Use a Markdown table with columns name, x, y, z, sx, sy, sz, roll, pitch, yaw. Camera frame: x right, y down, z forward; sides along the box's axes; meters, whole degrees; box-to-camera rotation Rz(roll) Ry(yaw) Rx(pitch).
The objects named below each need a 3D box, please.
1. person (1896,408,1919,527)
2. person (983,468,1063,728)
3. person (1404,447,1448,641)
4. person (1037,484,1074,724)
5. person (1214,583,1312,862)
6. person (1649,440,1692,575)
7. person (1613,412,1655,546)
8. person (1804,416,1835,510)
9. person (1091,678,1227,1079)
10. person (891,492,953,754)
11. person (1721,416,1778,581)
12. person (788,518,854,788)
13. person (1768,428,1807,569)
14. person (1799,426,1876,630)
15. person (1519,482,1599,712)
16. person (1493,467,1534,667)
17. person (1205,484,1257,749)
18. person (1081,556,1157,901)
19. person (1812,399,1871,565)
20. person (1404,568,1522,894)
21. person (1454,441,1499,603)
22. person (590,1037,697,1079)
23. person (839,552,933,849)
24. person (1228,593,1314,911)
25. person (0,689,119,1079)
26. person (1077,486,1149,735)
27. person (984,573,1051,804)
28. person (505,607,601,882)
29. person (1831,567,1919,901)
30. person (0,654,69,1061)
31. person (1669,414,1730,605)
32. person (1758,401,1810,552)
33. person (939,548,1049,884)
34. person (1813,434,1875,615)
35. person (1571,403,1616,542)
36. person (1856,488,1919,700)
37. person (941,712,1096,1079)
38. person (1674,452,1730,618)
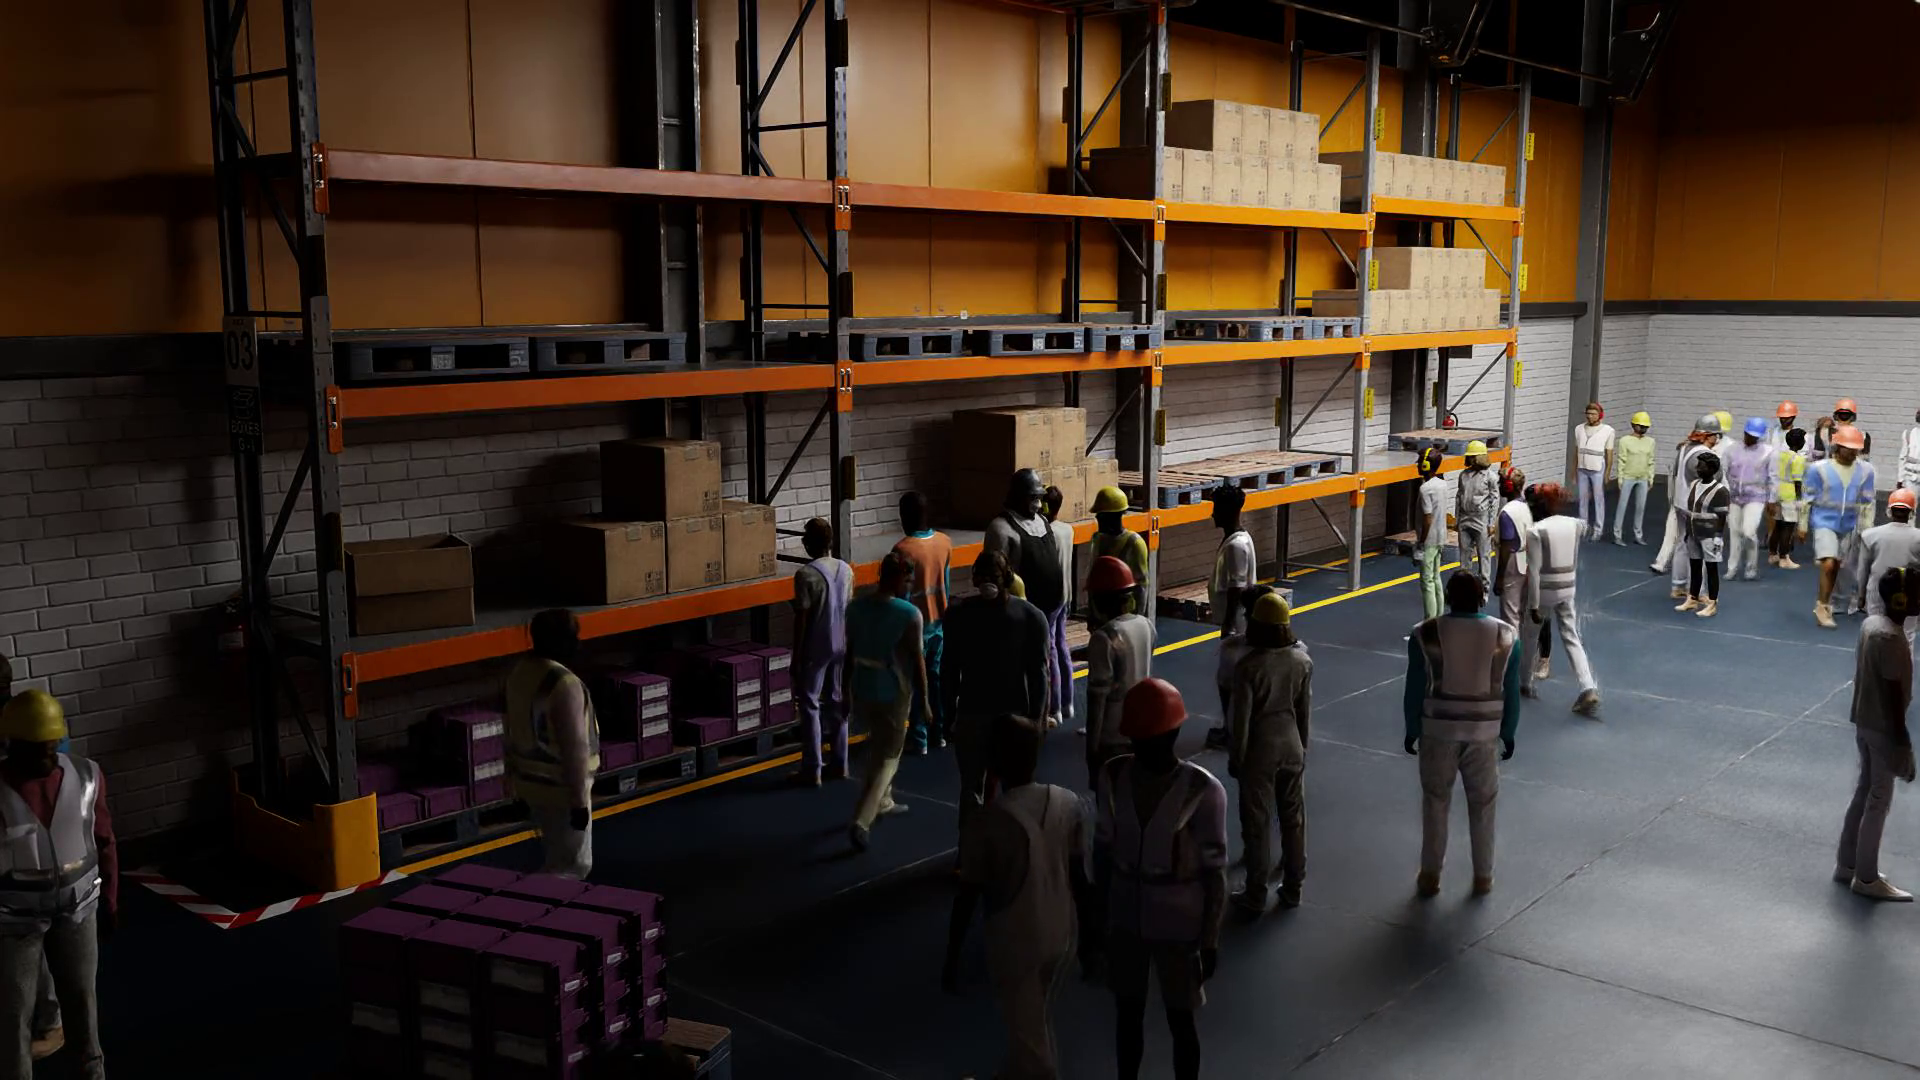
| name | x | y | z | sx | sy | sz | roll | pitch | yaw |
| --- | --- | --- | --- | --- | --- | --- | --- | --- | --- |
| person | 12.173 | -0.765 | 21.056 | 0.356 | 1.876 | 0.577 | -7 | 11 | -36 |
| person | 0.524 | 0.462 | 12.598 | 0.538 | 2.000 | 0.684 | 7 | 11 | 37 |
| person | 4.440 | 0.051 | 15.794 | 0.333 | 1.872 | 0.515 | 7 | 11 | 36 |
| person | 0.707 | 0.498 | 12.931 | 0.309 | 1.864 | 0.534 | 5 | 10 | 30 |
| person | 1.768 | 1.081 | 9.752 | 0.565 | 1.683 | 0.419 | 2 | 9 | 13 |
| person | 8.441 | -0.365 | 19.401 | 0.898 | 1.582 | 0.514 | -7 | 11 | -39 |
| person | 8.766 | -0.786 | 21.572 | 0.538 | 1.760 | 0.346 | -1 | 9 | -8 |
| person | 11.641 | -0.873 | 22.539 | 0.536 | 1.621 | 0.434 | 2 | 9 | 11 |
| person | 0.740 | 1.472 | 6.423 | 0.551 | 1.932 | 0.378 | 6 | 11 | 33 |
| person | -0.284 | 0.603 | 12.094 | 0.390 | 1.916 | 0.587 | 7 | 11 | 39 |
| person | 8.925 | -0.463 | 18.953 | 0.438 | 1.918 | 0.659 | -7 | 11 | -38 |
| person | -0.941 | 0.761 | 11.351 | 0.351 | 1.834 | 0.518 | 8 | 12 | 41 |
| person | 9.937 | -0.501 | 19.943 | 0.320 | 1.691 | 0.536 | 0 | 9 | 2 |
| person | 8.677 | -0.114 | 16.389 | 0.629 | 2.007 | 0.811 | 0 | 9 | 3 |
| person | 4.786 | 0.446 | 13.367 | 0.585 | 1.840 | 0.990 | -3 | 9 | -18 |
| person | 4.802 | 0.289 | 14.379 | 0.392 | 1.836 | 0.564 | 7 | 11 | 38 |
| person | 2.002 | 0.560 | 12.255 | 0.373 | 1.958 | 0.598 | 1 | 9 | 7 |
| person | 0.847 | 1.045 | 9.205 | 0.386 | 1.929 | 0.547 | 7 | 11 | 40 |
| person | 10.593 | -0.688 | 20.056 | 0.613 | 2.033 | 0.412 | 5 | 10 | 29 |
| person | 2.806 | 1.068 | 9.335 | 0.633 | 1.839 | 0.429 | 1 | 9 | 8 |
| person | 5.492 | -0.192 | 17.769 | 0.313 | 1.743 | 0.493 | -7 | 11 | -39 |
| person | -0.796 | 1.970 | 3.678 | 0.936 | 1.807 | 0.524 | -2 | 9 | -13 |
| person | -0.493 | 0.966 | 10.183 | 0.582 | 1.800 | 0.837 | 7 | 11 | 39 |
| person | 1.686 | 1.153 | 9.096 | 0.485 | 1.744 | 0.308 | -3 | 9 | -19 |
| person | -3.687 | 1.488 | 6.683 | 0.403 | 1.824 | 0.593 | 8 | 12 | 41 |
| person | 1.146 | 0.553 | 12.388 | 0.383 | 1.924 | 0.589 | -6 | 11 | -36 |
| person | 0.281 | 1.043 | 9.770 | 0.519 | 1.755 | 0.358 | -2 | 9 | -12 |
| person | -2.067 | 1.240 | 8.269 | 0.676 | 1.822 | 0.635 | -7 | 11 | -38 |
| person | 5.154 | 1.068 | 9.307 | 0.336 | 1.863 | 0.591 | 2 | 9 | 12 |
| person | -4.221 | 1.381 | 7.354 | 0.639 | 1.836 | 0.430 | 3 | 9 | 16 |
| person | 7.930 | -0.339 | 17.764 | 0.536 | 2.000 | 0.687 | 0 | 9 | -1 |
| person | 10.458 | -0.803 | 21.133 | 0.385 | 1.929 | 0.547 | -6 | 11 | -34 |
| person | 0.185 | 1.004 | 9.433 | 0.630 | 1.940 | 0.372 | 2 | 9 | 12 |
| person | 8.993 | -0.144 | 16.990 | 0.441 | 1.888 | 0.663 | -2 | 9 | -12 |
| person | 8.399 | -0.904 | 22.067 | 0.391 | 1.837 | 0.562 | -6 | 11 | -36 |
| person | 7.669 | 0.448 | 13.644 | 0.567 | 1.744 | 0.350 | 8 | 12 | 40 |
| person | 0.199 | 1.542 | 6.355 | 0.548 | 1.809 | 0.911 | -6 | 11 | -35 |
| person | 7.626 | -0.057 | 17.047 | 0.321 | 1.697 | 0.530 | -3 | 9 | -16 |
